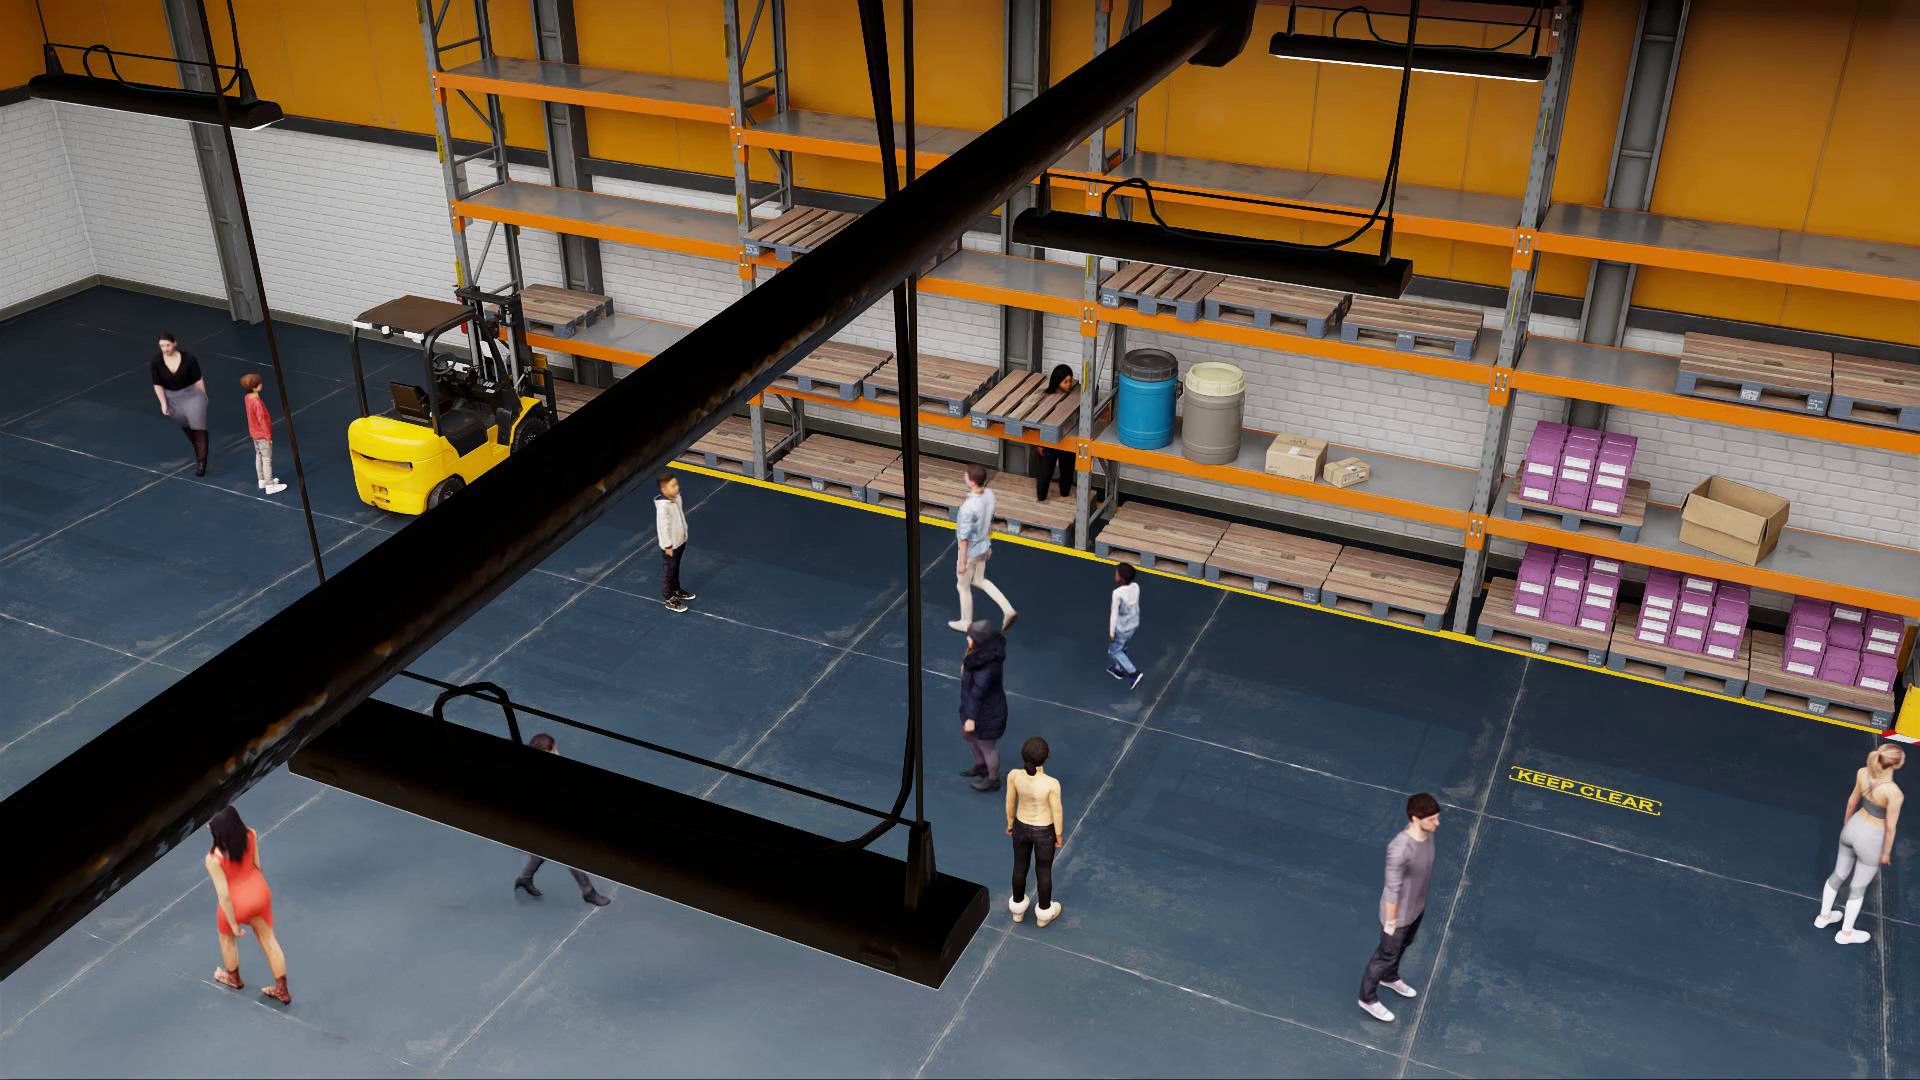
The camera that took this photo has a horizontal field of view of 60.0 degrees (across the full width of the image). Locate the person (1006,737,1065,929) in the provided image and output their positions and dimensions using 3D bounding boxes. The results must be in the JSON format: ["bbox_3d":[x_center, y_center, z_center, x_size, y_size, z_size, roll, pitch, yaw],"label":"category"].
[{"bbox_3d":[0.551,2.155,12.371,0.508,1.660,0.672,10,30,18],"label":"person"}]

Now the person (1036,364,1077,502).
[{"bbox_3d":[1.063,-1.088,18.158,0.778,1.812,0.824,-12,31,-21],"label":"person"}]

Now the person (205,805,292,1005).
[{"bbox_3d":[-4.917,2.563,11.588,0.909,1.694,0.655,17,33,28],"label":"person"}]

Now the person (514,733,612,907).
[{"bbox_3d":[-3.132,2.123,12.542,1.079,1.553,0.857,1,29,1],"label":"person"}]

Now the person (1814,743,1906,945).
[{"bbox_3d":[6.637,2.210,12.227,0.714,1.703,0.659,-9,30,-15],"label":"person"}]

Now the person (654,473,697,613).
[{"bbox_3d":[-2.874,-0.006,16.548,0.581,1.455,0.622,6,29,11],"label":"person"}]

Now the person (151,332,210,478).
[{"bbox_3d":[-8.966,-1.626,19.245,1.104,1.715,1.102,-6,29,-11],"label":"person"}]

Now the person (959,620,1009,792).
[{"bbox_3d":[0.280,1.390,13.768,0.783,1.666,0.769,0,29,0],"label":"person"}]

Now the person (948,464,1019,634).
[{"bbox_3d":[0.209,0.136,15.894,0.987,1.831,0.717,16,33,27],"label":"person"}]

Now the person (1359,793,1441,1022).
[{"bbox_3d":[3.065,2.505,11.535,0.649,1.847,0.726,23,36,36],"label":"person"}]

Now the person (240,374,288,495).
[{"bbox_3d":[-7.921,-1.213,18.802,0.632,1.415,0.514,-24,37,-36],"label":"person"}]

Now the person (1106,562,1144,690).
[{"bbox_3d":[1.535,0.800,15.288,0.667,1.245,0.820,-21,35,-33],"label":"person"}]
